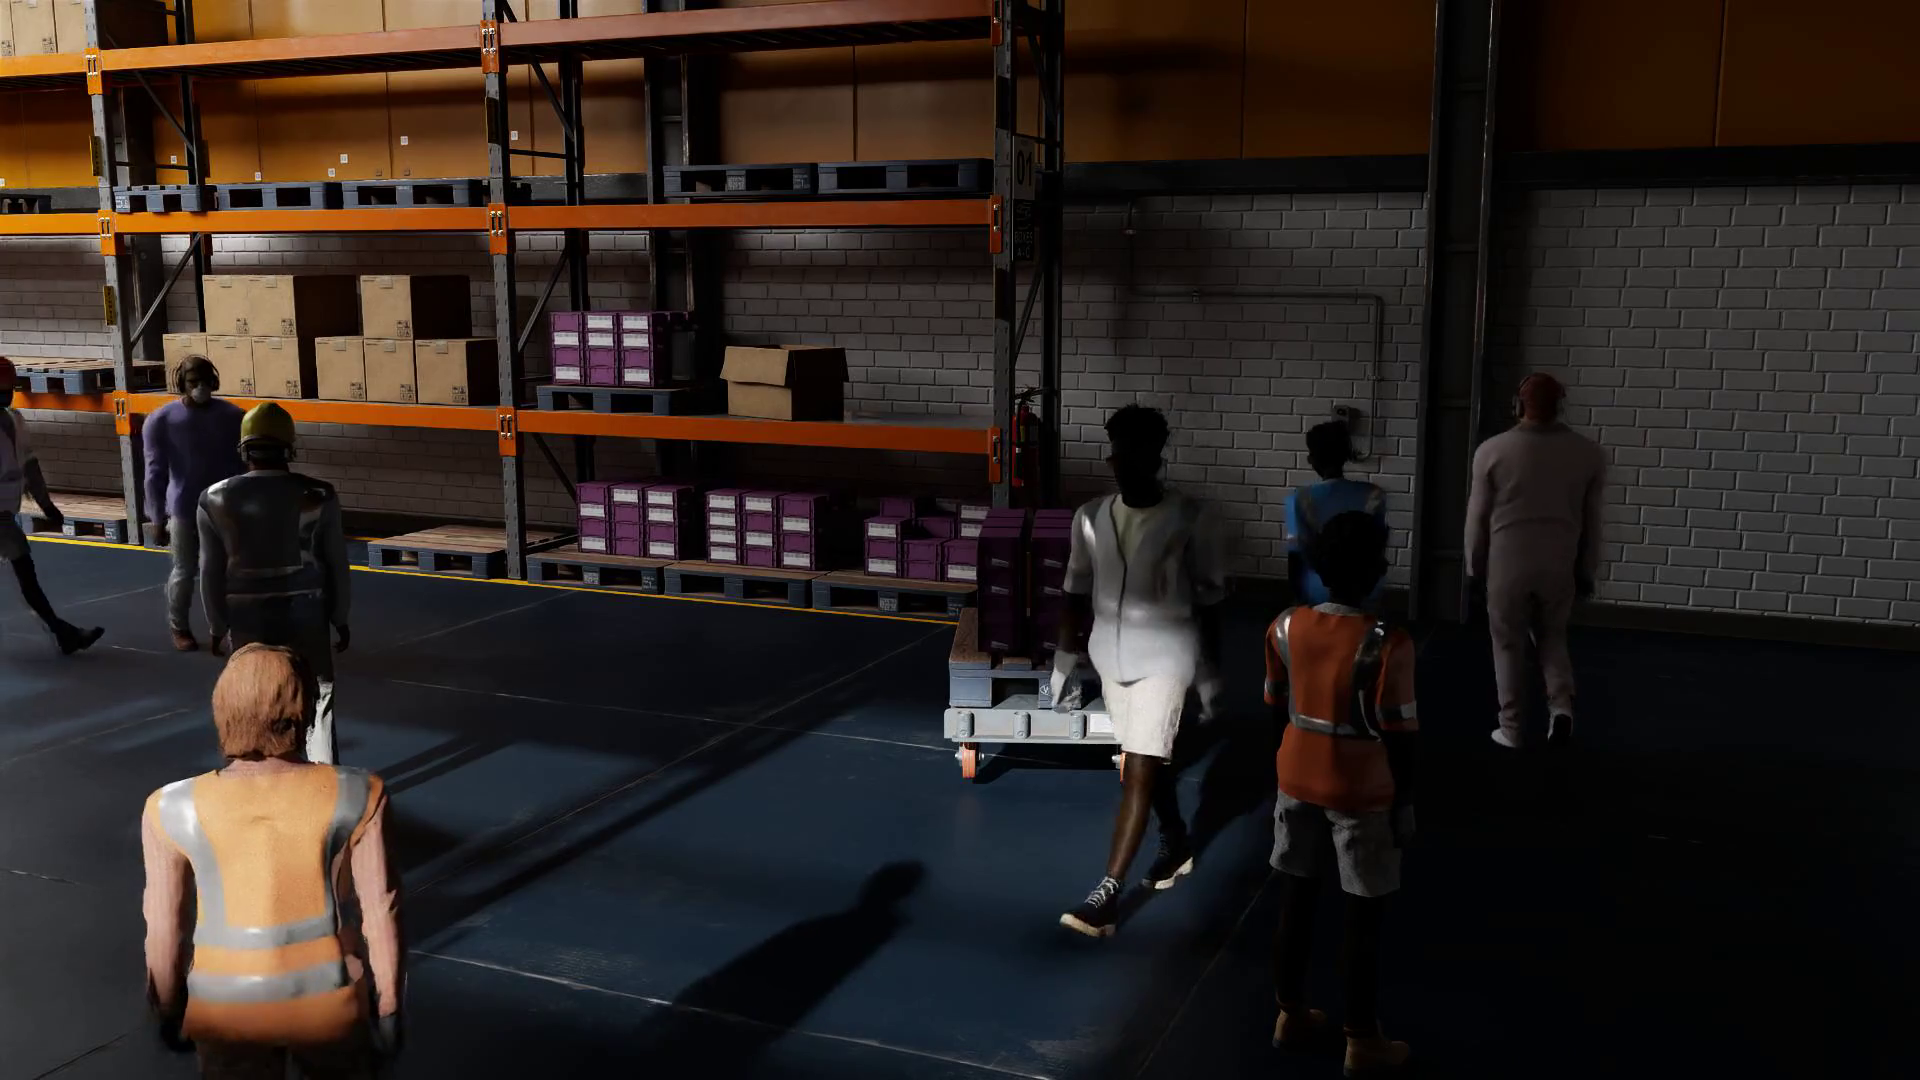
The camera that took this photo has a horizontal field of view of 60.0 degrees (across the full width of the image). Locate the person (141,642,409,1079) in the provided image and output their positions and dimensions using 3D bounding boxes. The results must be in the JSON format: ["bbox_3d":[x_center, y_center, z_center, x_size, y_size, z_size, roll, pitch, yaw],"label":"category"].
[{"bbox_3d":[-1.492,1.017,3.655,0.519,1.618,0.627,-4,10,-23],"label":"person"}]

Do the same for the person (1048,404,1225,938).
[{"bbox_3d":[0.631,0.453,6.157,0.621,1.908,1.020,7,12,36],"label":"person"}]

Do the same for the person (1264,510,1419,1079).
[{"bbox_3d":[1.145,0.754,4.988,0.319,1.696,0.532,-8,12,-40],"label":"person"}]

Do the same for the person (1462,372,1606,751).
[{"bbox_3d":[2.806,0.125,8.192,0.644,1.892,0.460,0,9,0],"label":"person"}]

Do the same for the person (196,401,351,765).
[{"bbox_3d":[-2.932,0.322,7.165,0.595,1.831,0.403,-3,10,-17],"label":"person"}]

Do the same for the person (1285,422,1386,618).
[{"bbox_3d":[1.837,0.245,8.170,0.532,1.643,0.919,0,9,-1],"label":"person"}]

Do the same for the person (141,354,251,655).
[{"bbox_3d":[-4.642,-0.193,10.124,0.652,1.894,1.013,-8,12,-38],"label":"person"}]

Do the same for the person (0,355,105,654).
[{"bbox_3d":[-5.828,-0.199,10.168,1.008,1.870,0.539,0,9,-2],"label":"person"}]
